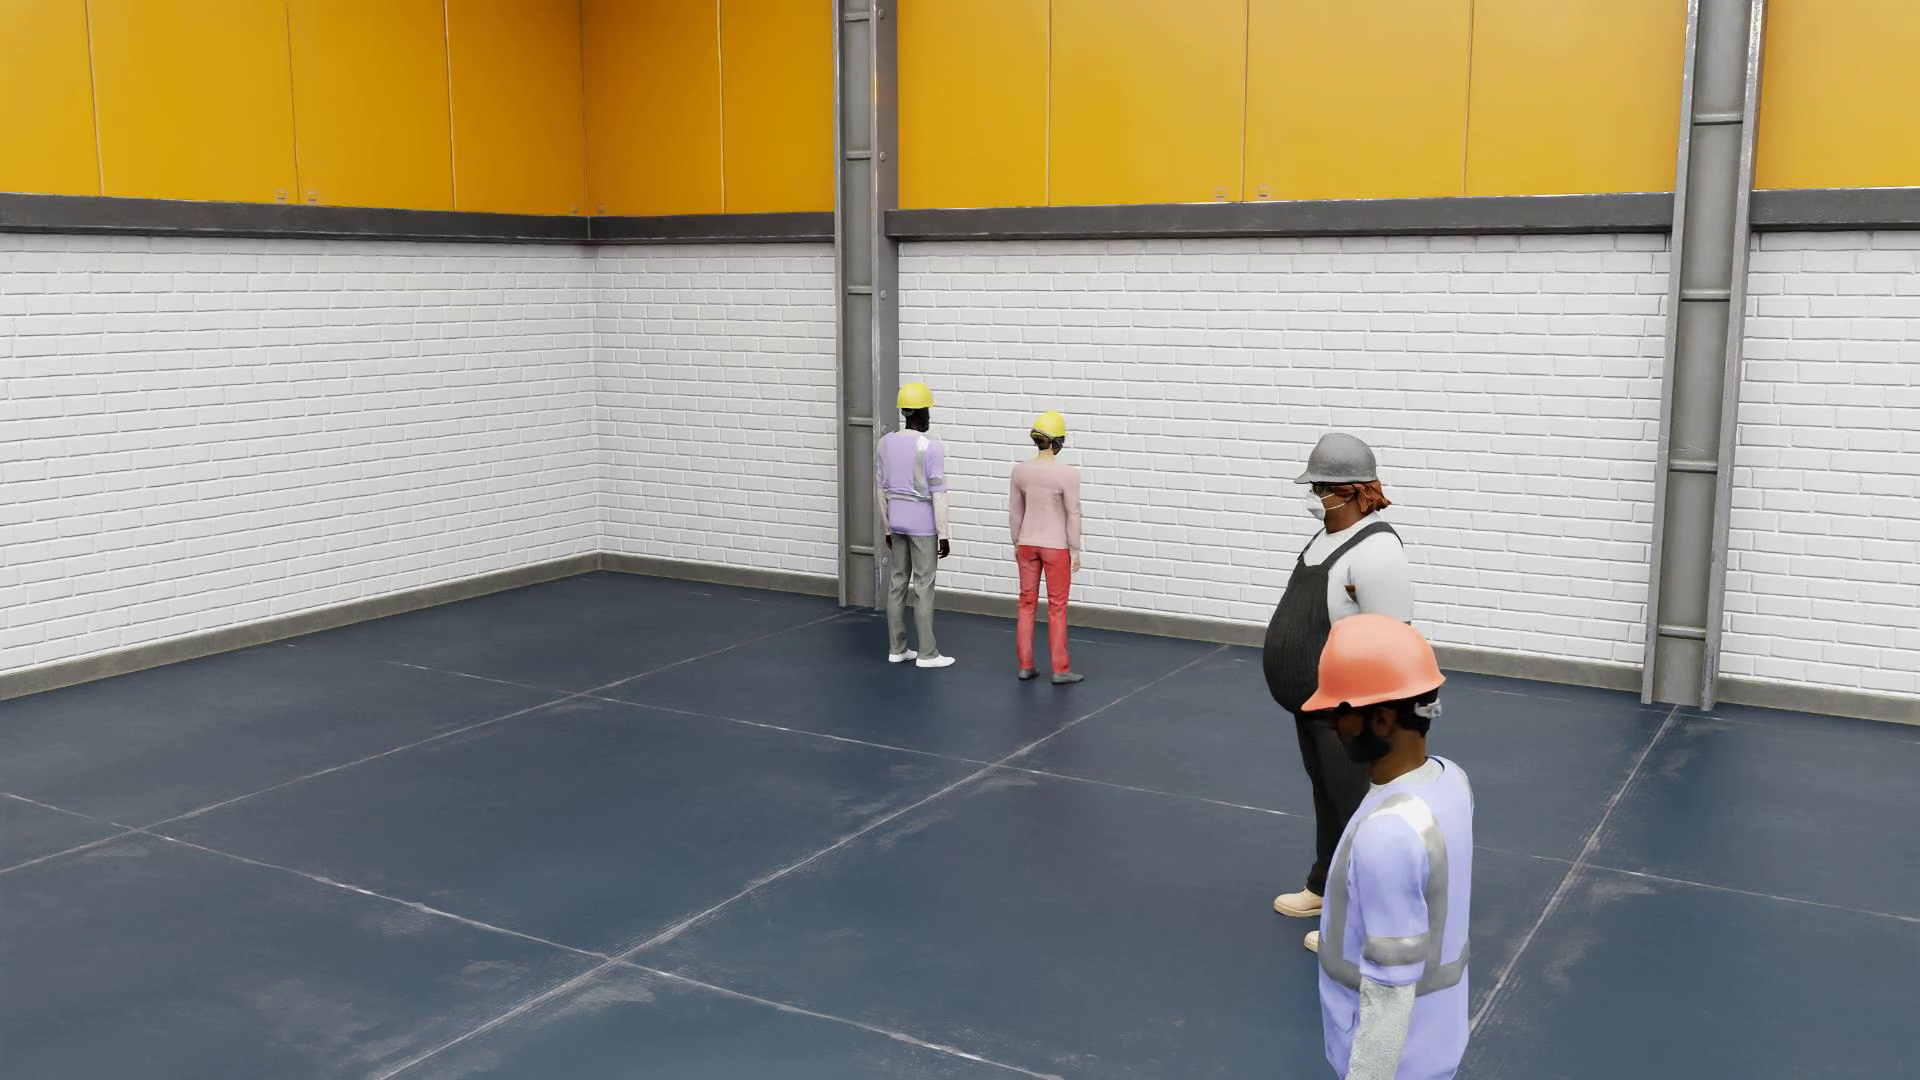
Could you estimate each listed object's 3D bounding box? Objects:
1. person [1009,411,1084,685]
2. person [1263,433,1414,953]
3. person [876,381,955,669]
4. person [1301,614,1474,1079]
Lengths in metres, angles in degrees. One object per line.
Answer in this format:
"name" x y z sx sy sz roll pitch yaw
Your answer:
"person" 0.560 0.051 10.757 0.526 1.769 0.330 6 11 35
"person" 1.459 0.589 6.544 0.536 2.000 0.688 -1 9 -5
"person" -0.301 -0.097 11.173 0.587 1.930 0.361 8 12 40
"person" 0.910 1.111 3.638 0.371 1.928 0.543 4 10 26
